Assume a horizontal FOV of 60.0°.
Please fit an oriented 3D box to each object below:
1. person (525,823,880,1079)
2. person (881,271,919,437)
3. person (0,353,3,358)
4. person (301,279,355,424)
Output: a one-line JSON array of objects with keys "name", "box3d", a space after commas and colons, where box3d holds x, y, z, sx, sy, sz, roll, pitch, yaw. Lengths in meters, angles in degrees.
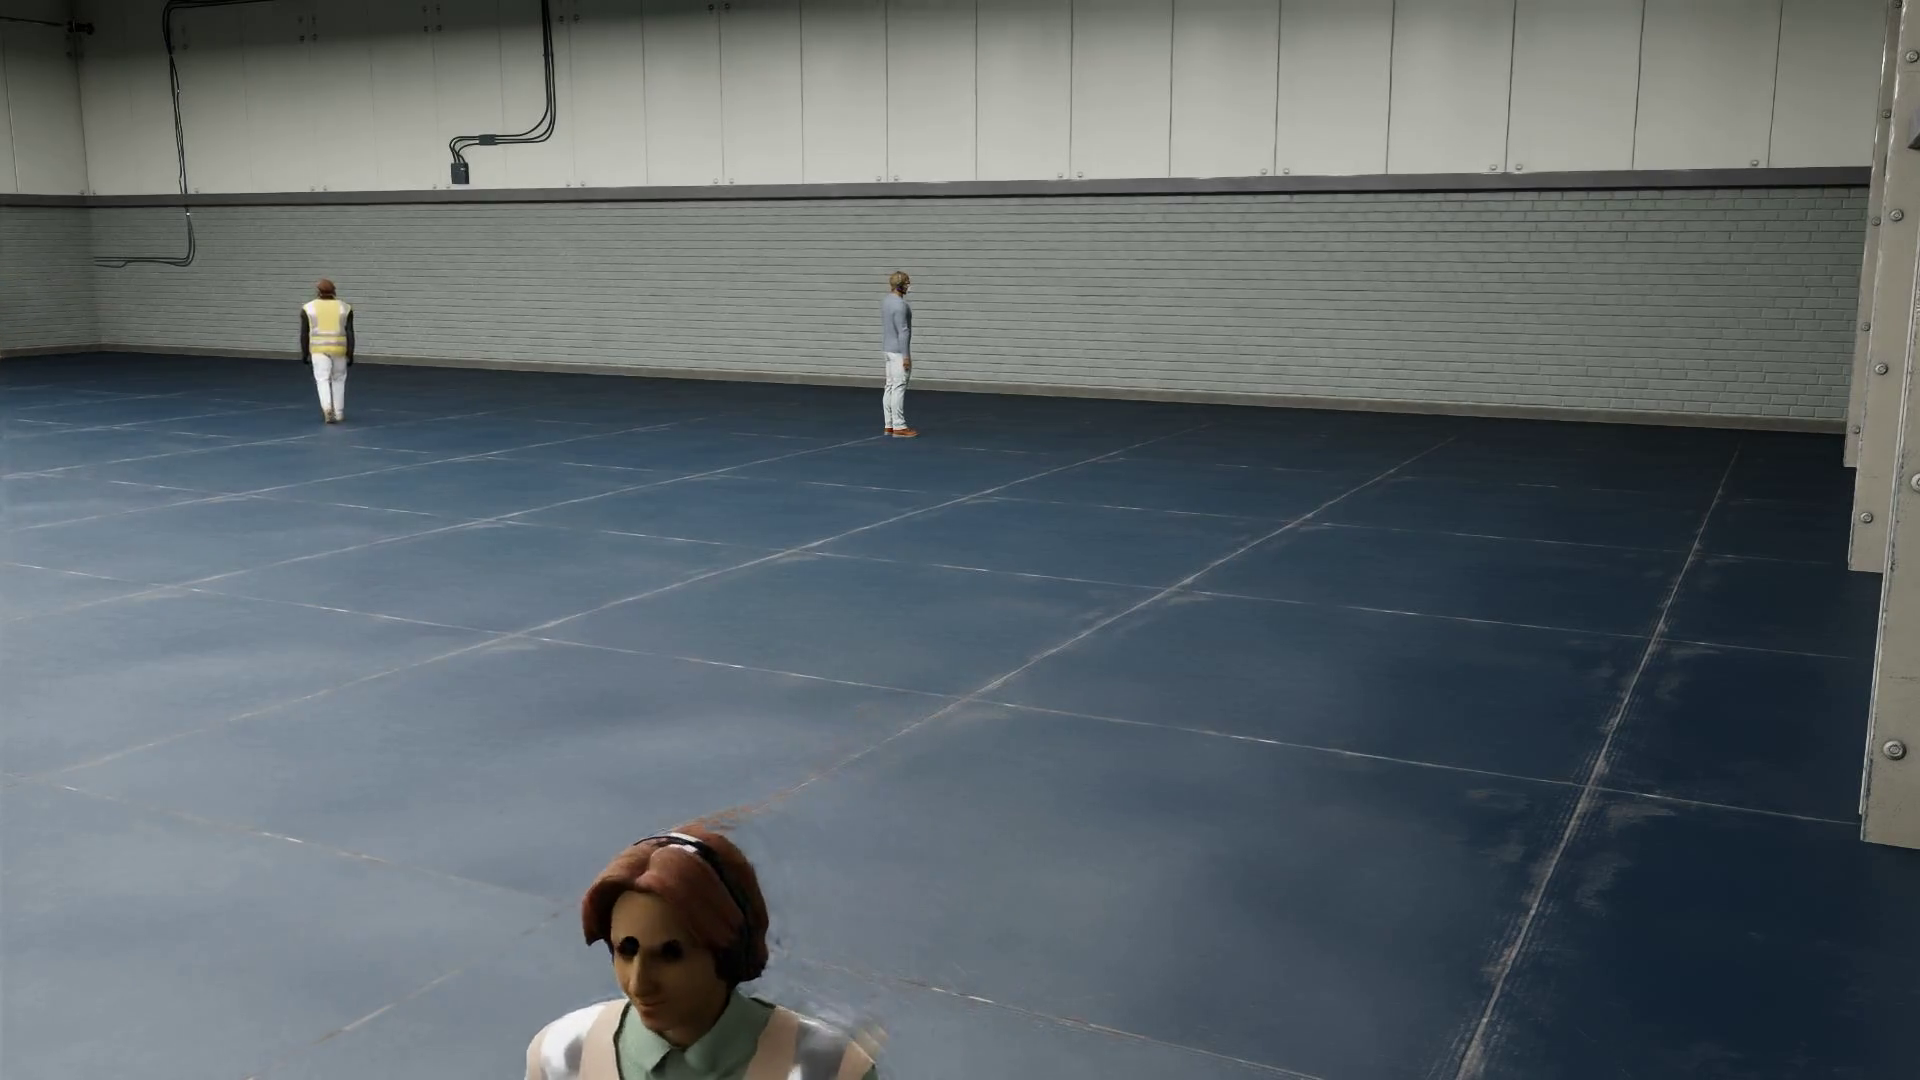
[{"name": "person", "box3d": [-0.318, 1.141, 2.263, 0.525, 1.617, 0.633, 2, 11, 13]}, {"name": "person", "box3d": [-0.718, -2.170, 19.452, 0.362, 1.939, 0.636, -4, 11, -21]}, {"name": "person", "box3d": [-18.045, -4.113, 30.376, 0.506, 1.830, 0.992, 7, 13, 34]}, {"name": "person", "box3d": [-7.942, -2.371, 20.919, 0.631, 1.816, 0.856, -4, 11, -22]}]
